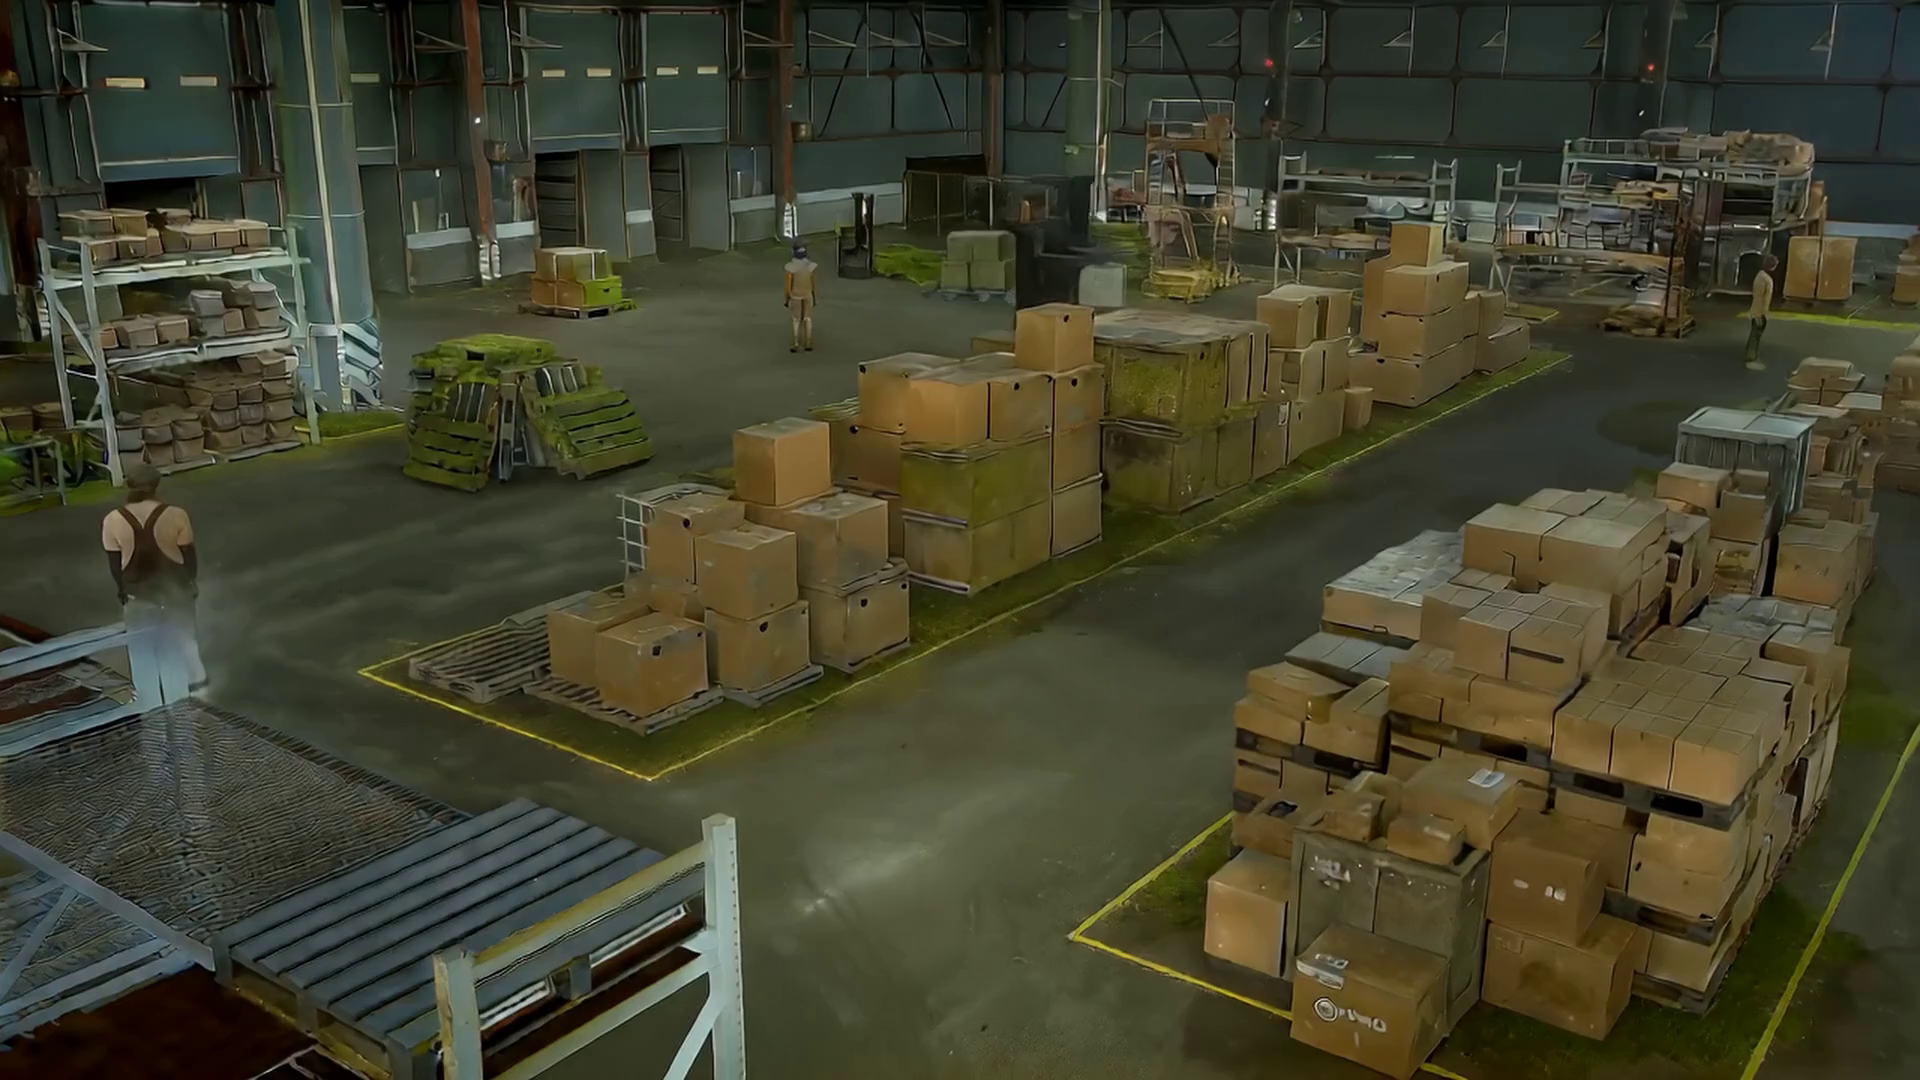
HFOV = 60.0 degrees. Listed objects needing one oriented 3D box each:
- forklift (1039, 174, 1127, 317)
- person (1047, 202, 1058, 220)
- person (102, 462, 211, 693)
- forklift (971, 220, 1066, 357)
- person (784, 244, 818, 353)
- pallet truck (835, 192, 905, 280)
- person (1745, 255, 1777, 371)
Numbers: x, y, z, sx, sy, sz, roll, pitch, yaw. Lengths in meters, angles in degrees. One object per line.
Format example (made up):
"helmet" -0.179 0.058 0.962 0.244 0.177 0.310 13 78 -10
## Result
"forklift" 2.374 -5.841 33.115 1.873 2.768 1.129 3 17 10
"person" 2.294 -7.238 39.805 0.543 1.673 0.720 8 19 26
"person" -6.814 0.328 14.119 0.682 2.000 0.536 -4 17 -13
"forklift" 1.164 -3.338 24.826 1.873 2.768 1.129 12 21 35
"person" -2.832 -4.307 29.670 0.635 1.927 0.372 -8 19 -25
"pallet truck" -1.936 -7.159 38.982 1.885 1.965 0.823 -12 21 -34
"person" 13.527 -3.836 28.080 0.372 1.940 0.631 8 19 25
